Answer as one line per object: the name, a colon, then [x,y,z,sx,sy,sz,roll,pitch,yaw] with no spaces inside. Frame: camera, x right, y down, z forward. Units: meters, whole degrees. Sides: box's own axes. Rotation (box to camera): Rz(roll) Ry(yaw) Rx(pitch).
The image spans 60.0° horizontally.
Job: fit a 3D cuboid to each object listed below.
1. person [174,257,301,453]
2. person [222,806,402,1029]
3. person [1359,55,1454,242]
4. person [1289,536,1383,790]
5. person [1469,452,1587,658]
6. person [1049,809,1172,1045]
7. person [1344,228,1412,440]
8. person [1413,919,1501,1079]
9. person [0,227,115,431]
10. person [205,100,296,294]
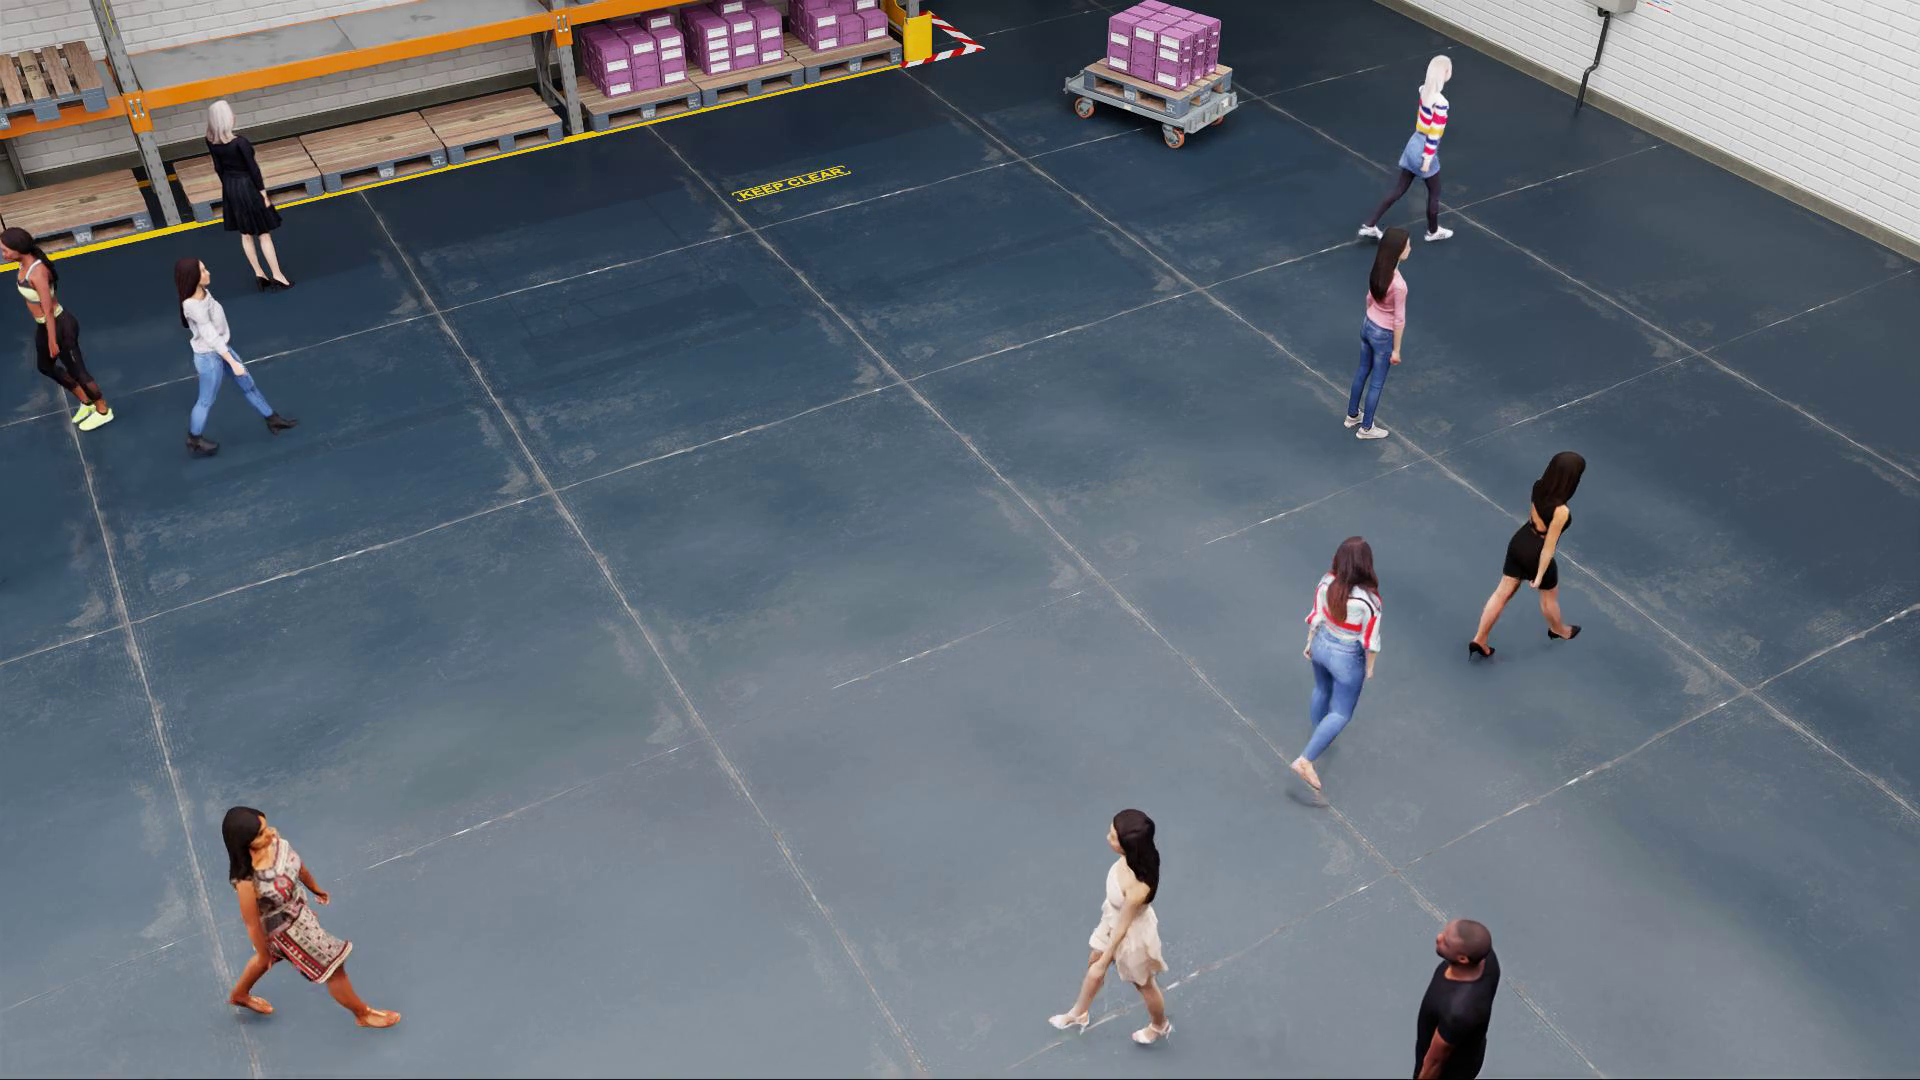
person: [-5.646,-1.326,12.396,1.116,1.588,0.792,-10,40,-12]
person: [-3.471,1.909,8.331,1.213,1.606,0.935,-3,39,-4]
person: [4.049,-3.451,14.914,1.220,1.766,0.917,-7,39,-9]
person: [2.200,0.712,9.840,0.918,1.594,0.742,-28,46,-30]
person: [3.544,0.137,10.549,1.061,1.608,0.698,-11,40,-13]
person: [0.932,1.969,8.174,0.970,1.707,0.845,0,39,1]
person: [3.174,-1.569,12.577,0.554,1.743,0.614,-13,40,-16]
person: [2.229,2.355,7.606,0.814,1.814,0.700,18,42,21]
person: [-6.771,-1.633,12.660,0.634,1.739,0.622,-27,46,-30]
person: [-6.135,-2.945,14.296,0.699,1.747,0.753,11,40,13]
